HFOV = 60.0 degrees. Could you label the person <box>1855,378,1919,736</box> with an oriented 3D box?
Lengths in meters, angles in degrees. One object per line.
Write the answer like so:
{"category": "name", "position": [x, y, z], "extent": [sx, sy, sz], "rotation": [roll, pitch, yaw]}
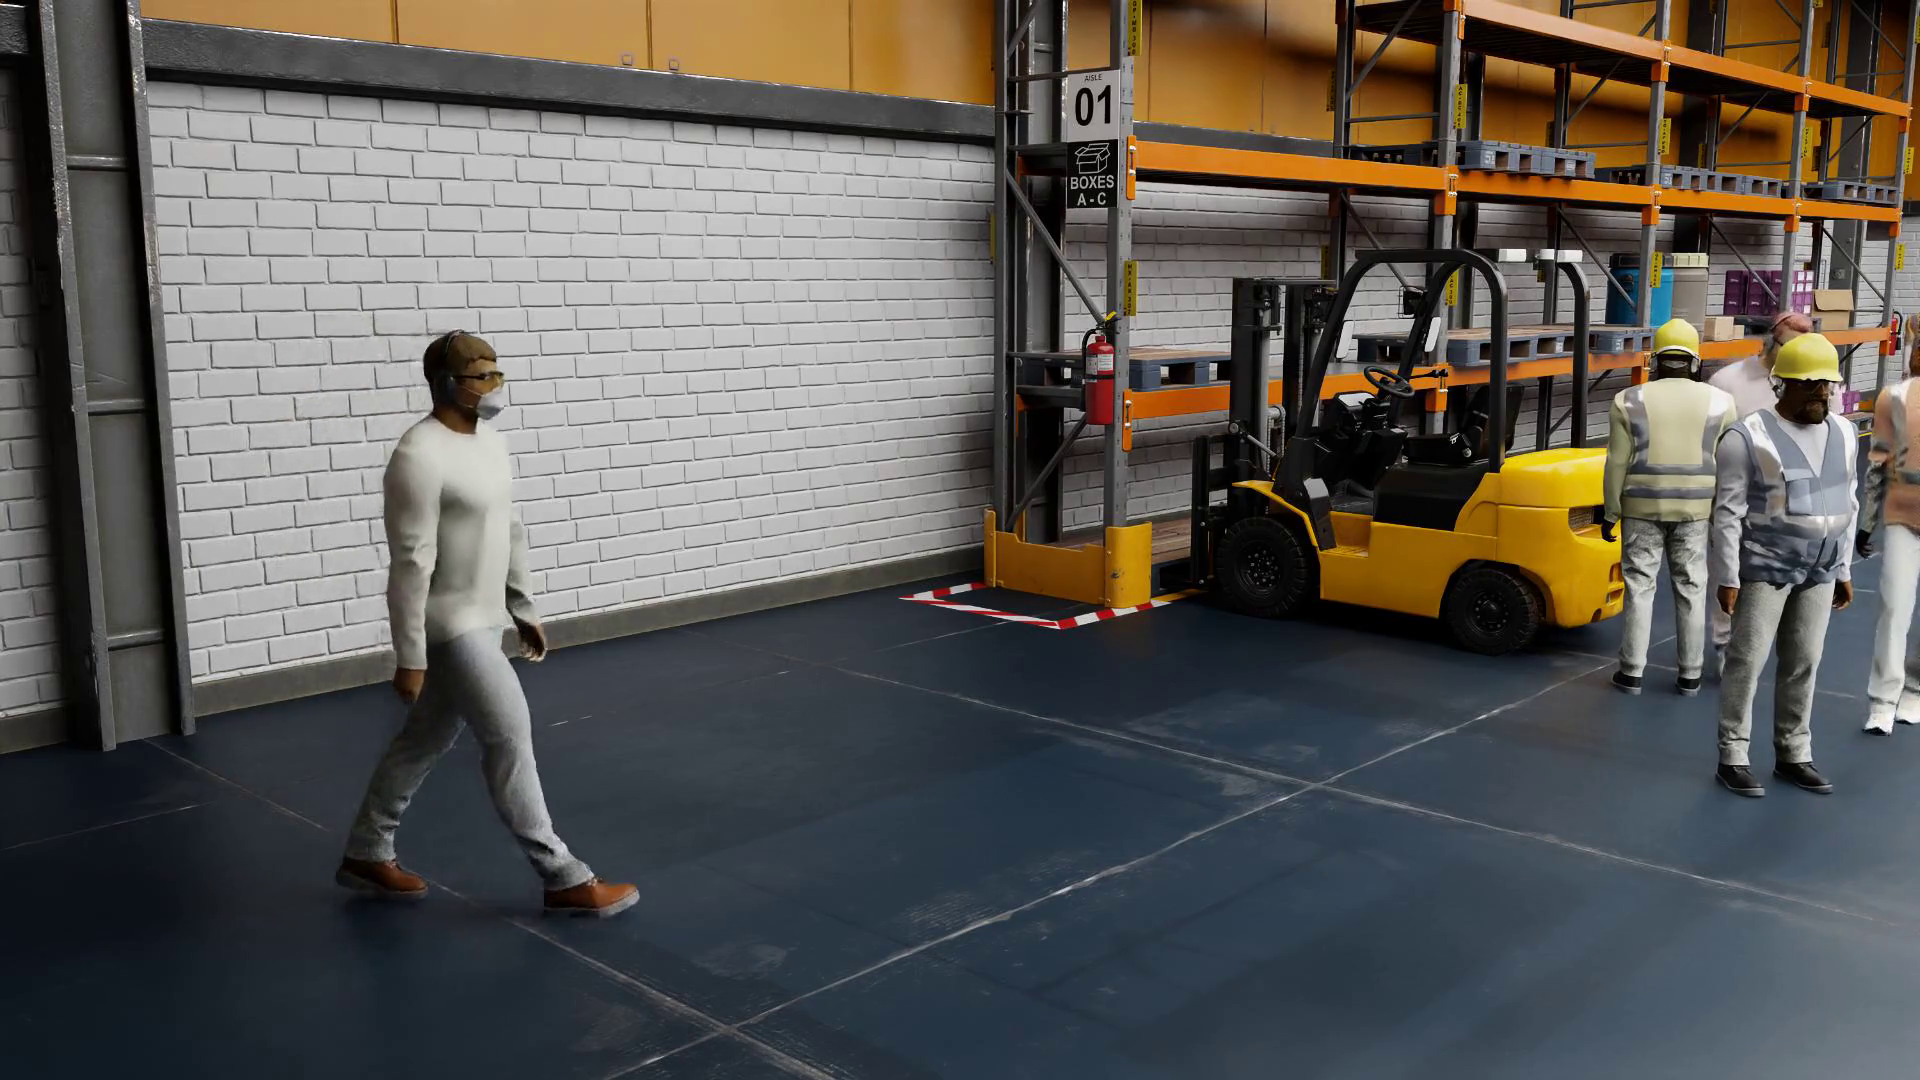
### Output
{"category": "person", "position": [4.281, -0.054, 7.305], "extent": [0.607, 1.881, 0.891], "rotation": [5, 11, 29]}

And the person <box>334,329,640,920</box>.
{"category": "person", "position": [-1.583, 0.278, 5.306], "extent": [1.048, 1.890, 0.642], "rotation": [1, 9, 4]}

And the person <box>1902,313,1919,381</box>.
{"category": "person", "position": [11.480, -2.085, 19.743], "extent": [0.535, 1.902, 0.909], "rotation": [7, 12, 37]}

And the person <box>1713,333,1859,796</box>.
{"category": "person", "position": [3.248, 0.105, 6.537], "extent": [0.595, 1.826, 0.403], "rotation": [-2, 9, -11]}

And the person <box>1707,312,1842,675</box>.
{"category": "person", "position": [4.007, -0.202, 8.320], "extent": [0.713, 1.851, 0.935], "rotation": [2, 9, 13]}

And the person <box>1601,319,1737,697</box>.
{"category": "person", "position": [3.426, -0.153, 8.084], "extent": [0.596, 1.831, 0.403], "rotation": [2, 9, 12]}

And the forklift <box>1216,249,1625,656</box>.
{"category": "forklift", "position": [2.710, -0.584, 9.626], "extent": [2.313, 2.155, 1.214], "rotation": [9, 13, 43]}
